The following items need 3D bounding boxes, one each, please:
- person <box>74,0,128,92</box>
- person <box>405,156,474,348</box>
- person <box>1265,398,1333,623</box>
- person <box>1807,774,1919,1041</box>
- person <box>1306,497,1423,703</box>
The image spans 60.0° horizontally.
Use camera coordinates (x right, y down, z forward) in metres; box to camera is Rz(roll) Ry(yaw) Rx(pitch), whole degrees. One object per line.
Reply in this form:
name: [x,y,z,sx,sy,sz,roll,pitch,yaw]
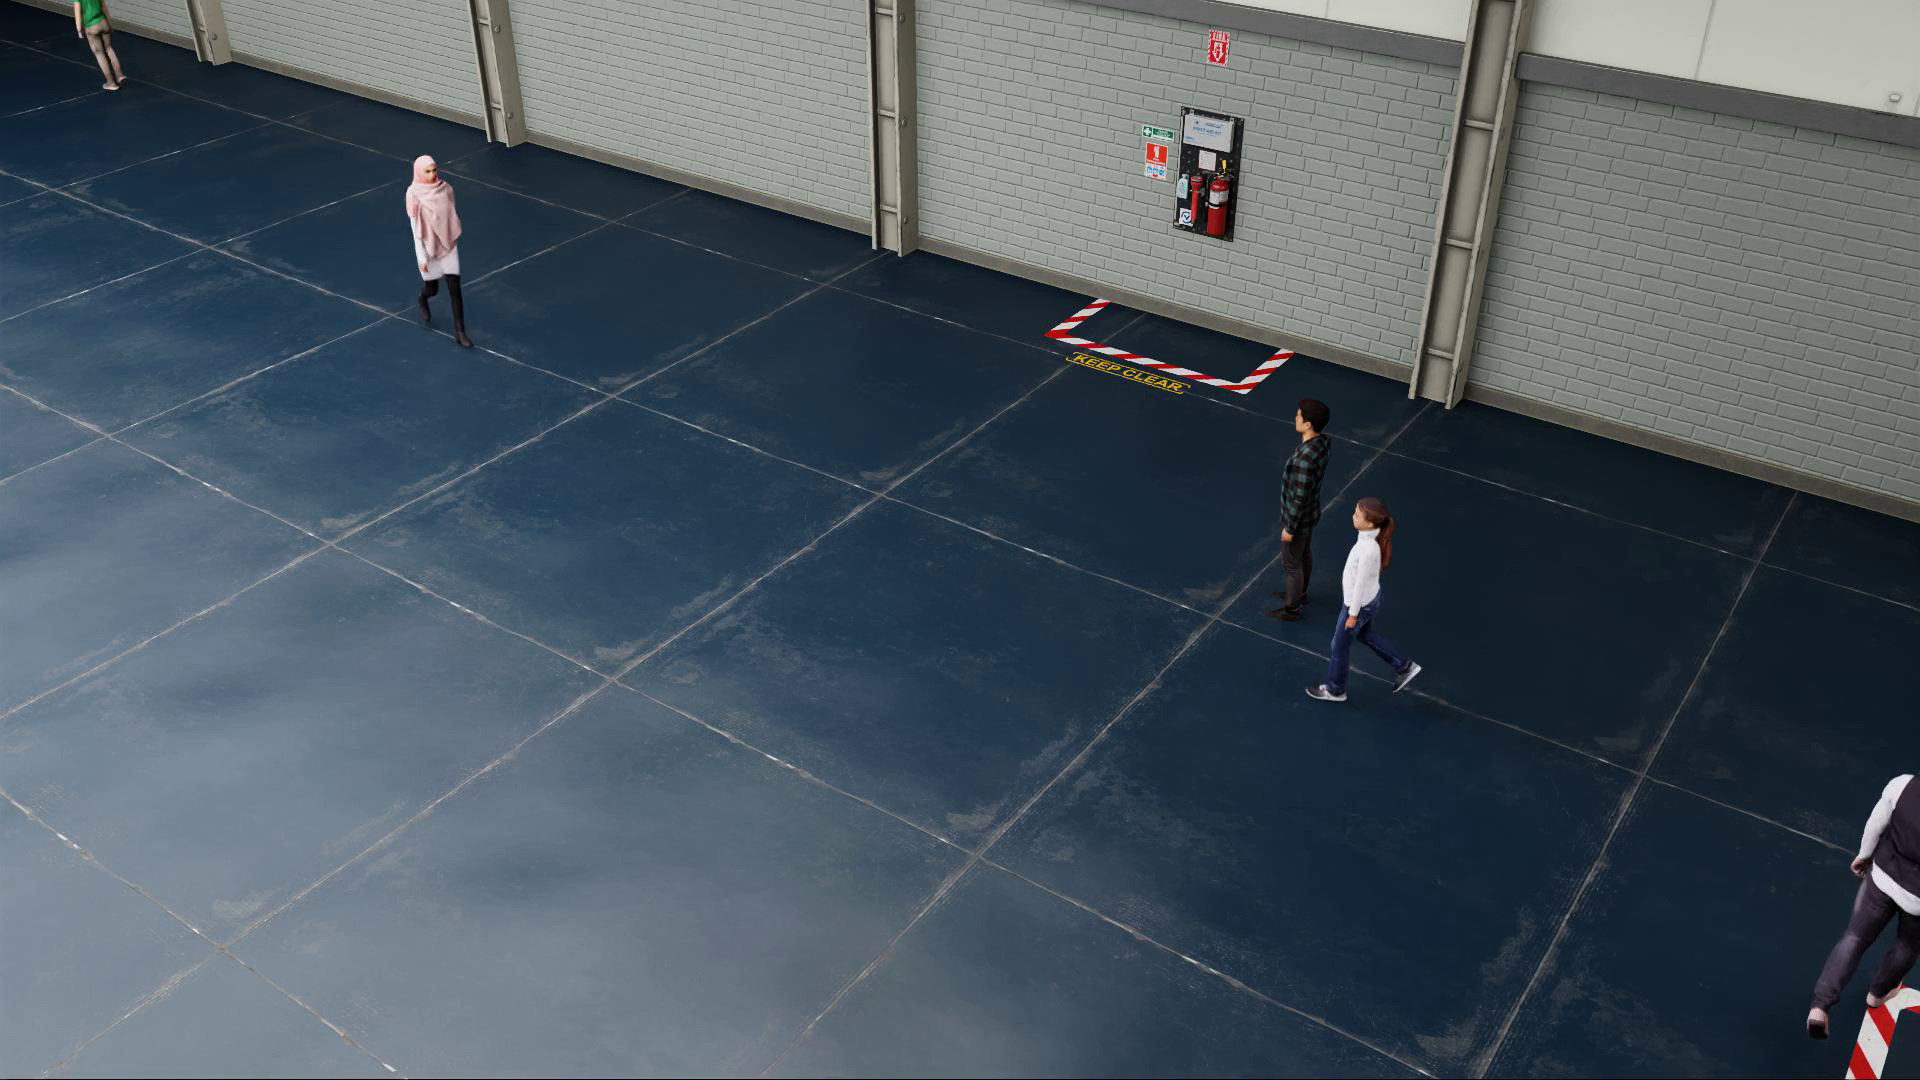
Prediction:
person: [-11.322,-6.747,21.907,0.655,1.649,0.643,17,36,25]
person: [-4.862,-2.668,15.318,0.829,1.780,1.151,-23,39,-32]
person: [2.362,-0.201,11.543,0.570,1.714,0.709,15,35,22]
person: [4.648,1.784,8.249,0.979,1.793,1.192,-24,39,-32]
person: [2.651,0.416,10.653,0.969,1.541,0.661,12,34,18]
